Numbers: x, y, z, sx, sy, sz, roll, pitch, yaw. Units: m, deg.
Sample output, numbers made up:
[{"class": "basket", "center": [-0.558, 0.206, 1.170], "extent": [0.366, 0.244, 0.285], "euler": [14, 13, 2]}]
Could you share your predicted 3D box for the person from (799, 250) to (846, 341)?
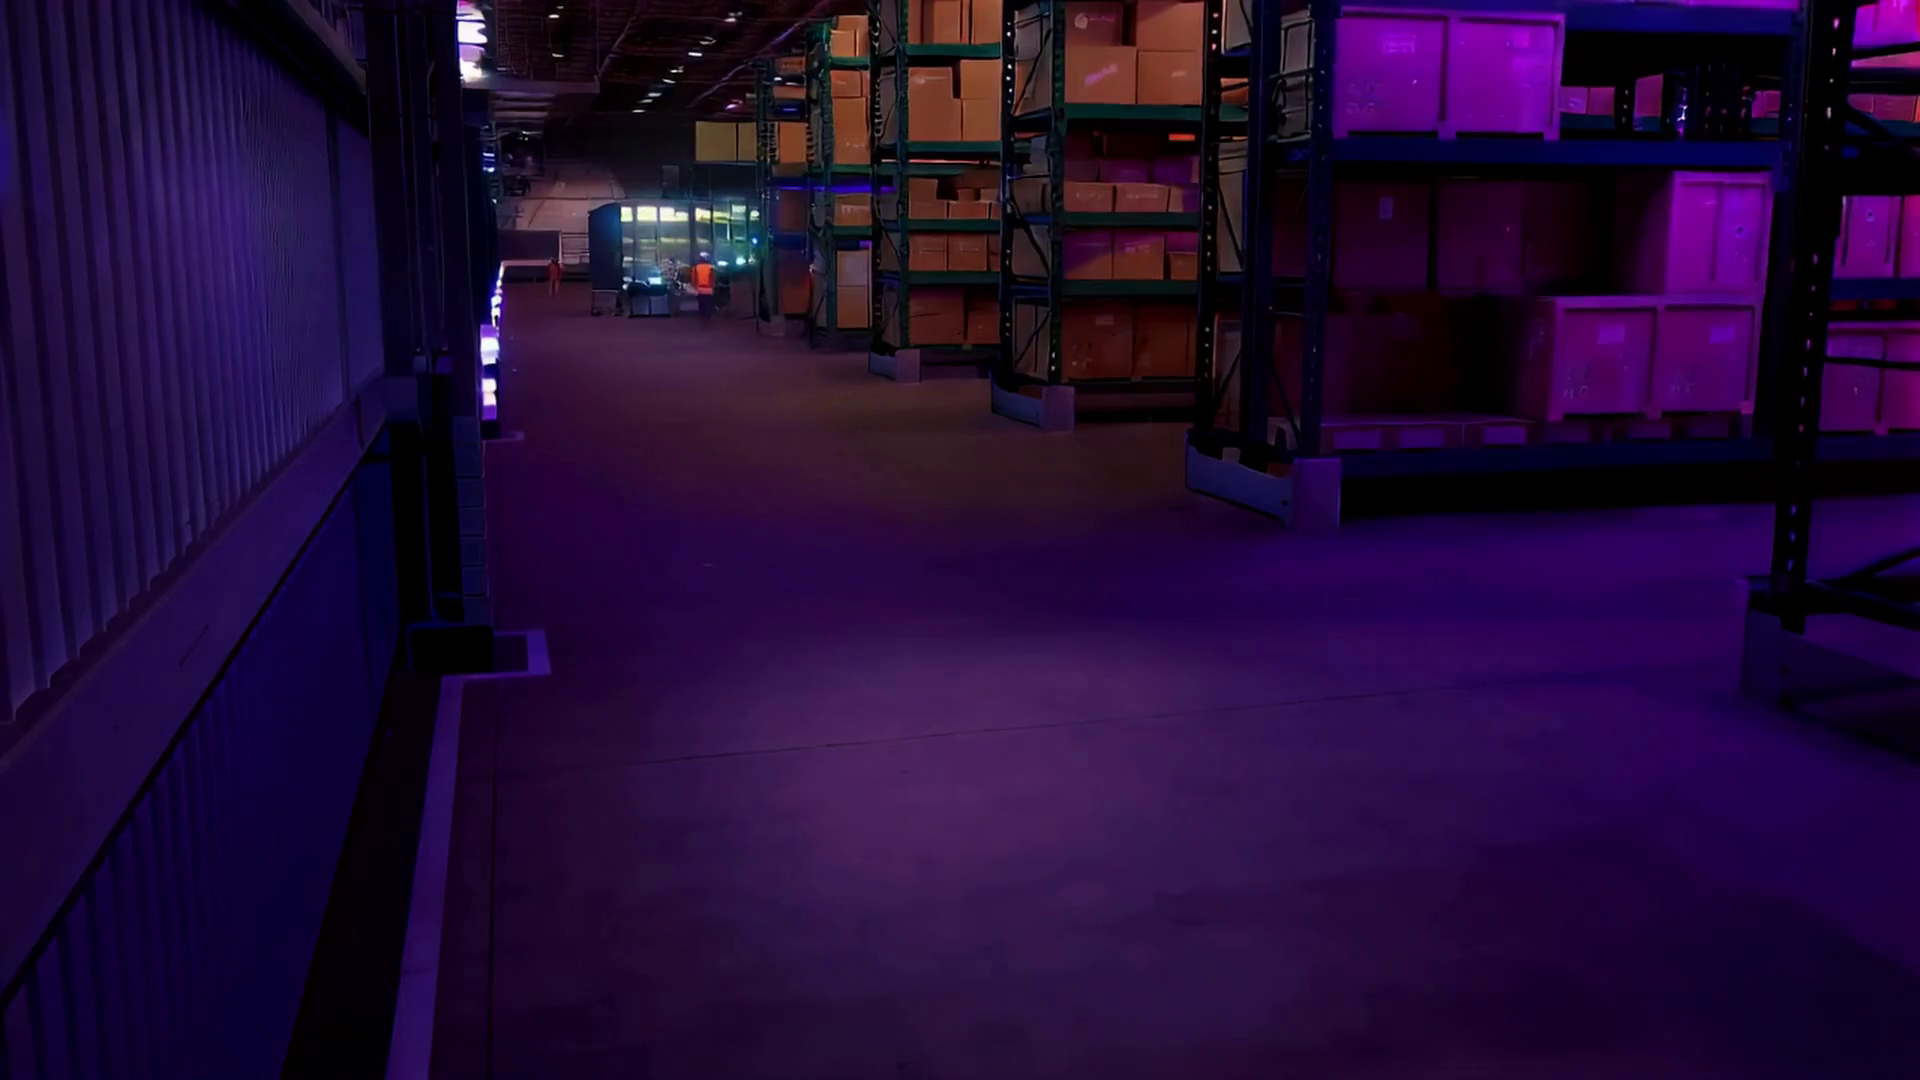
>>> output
[{"class": "person", "center": [-3.000, -5.213, 35.563], "extent": [1.010, 1.945, 0.631], "euler": [-4, 11, -21]}]

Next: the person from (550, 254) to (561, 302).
[{"class": "person", "center": [-14.784, -9.566, 60.721], "extent": [0.320, 1.755, 0.559], "euler": [5, 11, 26]}]

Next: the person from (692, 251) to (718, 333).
[{"class": "person", "center": [-5.936, -5.751, 38.666], "extent": [0.641, 1.918, 0.551], "euler": [2, 10, 12]}]
